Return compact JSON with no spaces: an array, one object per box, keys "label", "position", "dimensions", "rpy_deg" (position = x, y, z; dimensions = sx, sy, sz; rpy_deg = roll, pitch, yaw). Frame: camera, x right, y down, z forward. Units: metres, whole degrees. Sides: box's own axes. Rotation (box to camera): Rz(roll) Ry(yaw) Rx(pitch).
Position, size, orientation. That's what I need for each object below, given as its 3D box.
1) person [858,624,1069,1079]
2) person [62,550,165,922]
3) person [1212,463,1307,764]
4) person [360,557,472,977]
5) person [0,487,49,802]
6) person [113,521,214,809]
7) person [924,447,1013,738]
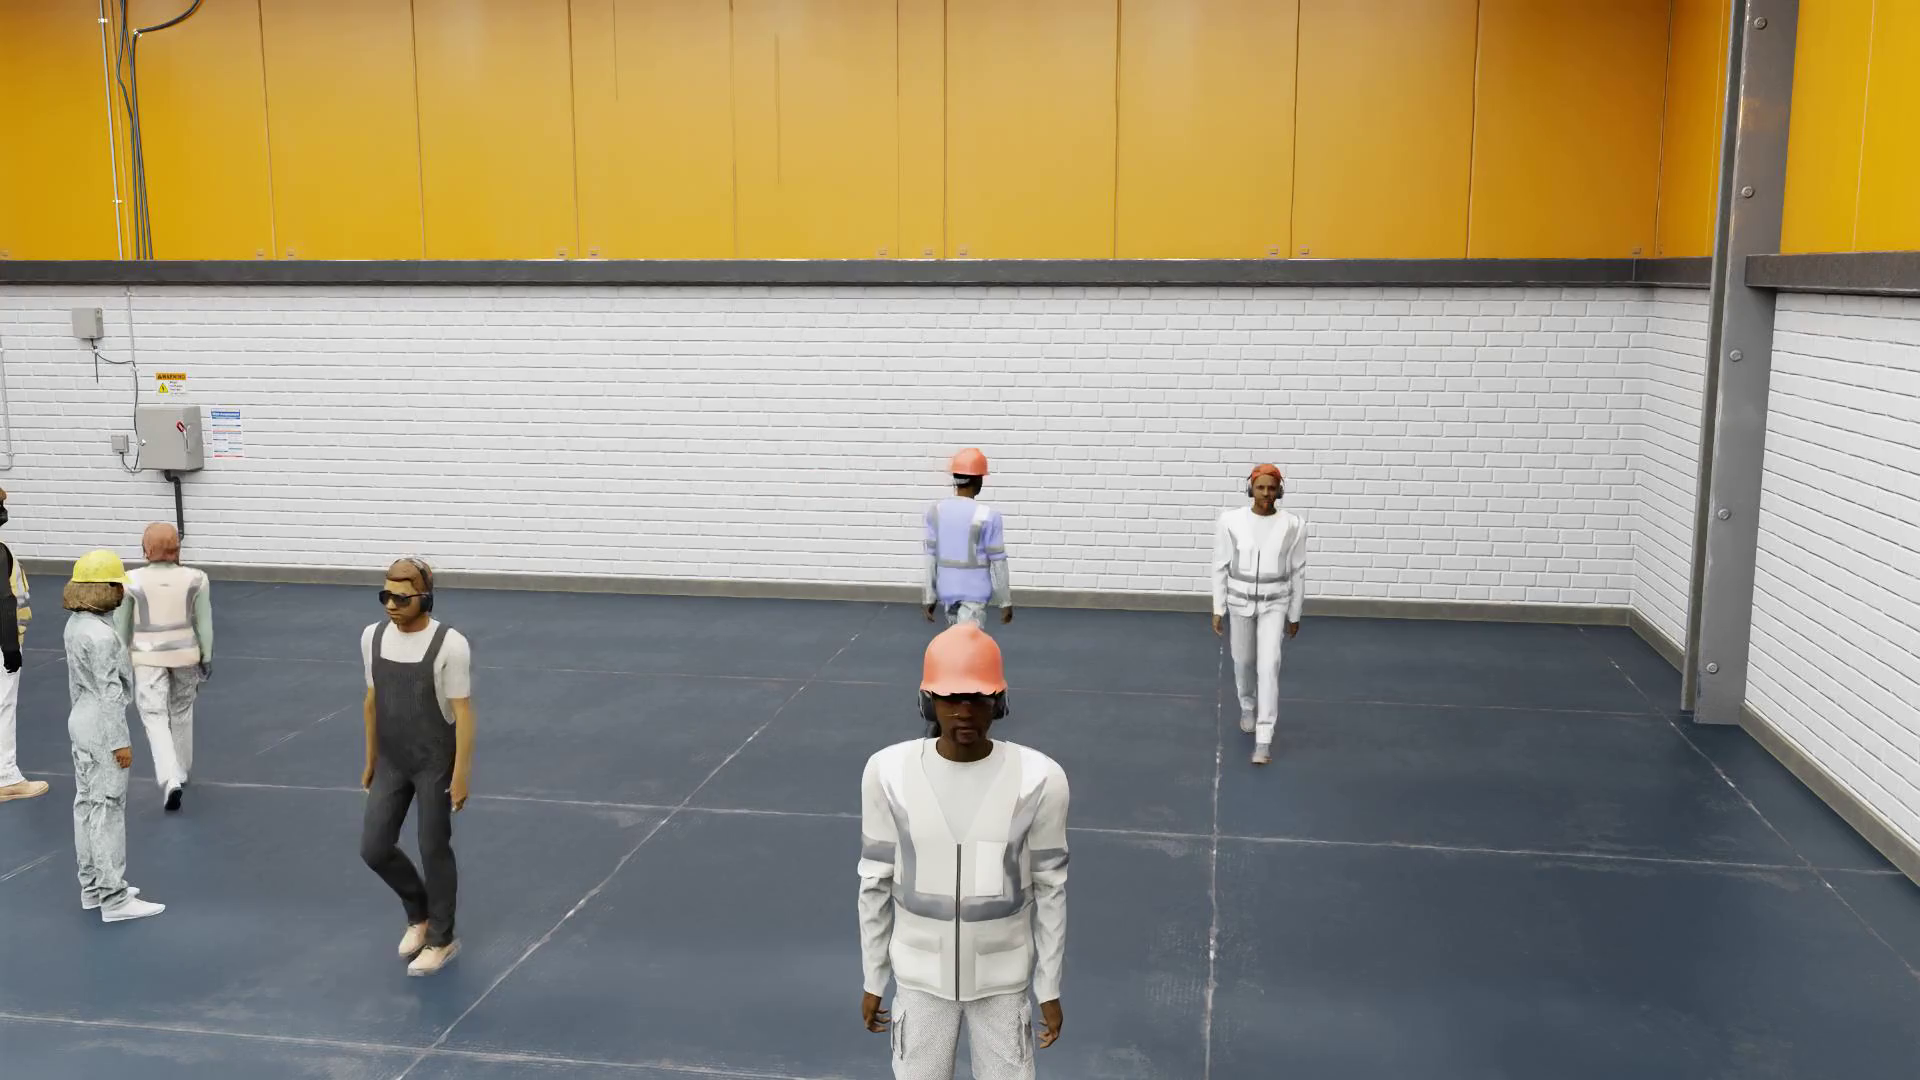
[{"label":"person","position":[0.006,1.244,4.801],"dimensions":[0.610,2.048,0.366],"rpy_deg":[1,9,4]},{"label":"person","position":[-4.007,0.909,7.818],"dimensions":[0.313,1.739,0.485],"rpy_deg":[-8,12,-42]},{"label":"person","position":[1.906,0.412,10.579],"dimensions":[0.568,1.848,0.964],"rpy_deg":[3,10,15]},{"label":"person","position":[-2.349,0.974,7.131],"dimensions":[0.546,1.829,0.399],"rpy_deg":[2,10,14]},{"label":"person","position":[-5.575,0.575,9.568],"dimensions":[0.634,1.839,0.429],"rpy_deg":[7,11,35]},{"label":"person","position":[-4.530,0.696,9.514],"dimensions":[0.510,1.610,0.794],"rpy_deg":[-7,12,-38]},{"label":"person","position":[0.037,0.338,10.901],"dimensions":[0.564,1.889,1.007],"rpy_deg":[6,11,33]}]
